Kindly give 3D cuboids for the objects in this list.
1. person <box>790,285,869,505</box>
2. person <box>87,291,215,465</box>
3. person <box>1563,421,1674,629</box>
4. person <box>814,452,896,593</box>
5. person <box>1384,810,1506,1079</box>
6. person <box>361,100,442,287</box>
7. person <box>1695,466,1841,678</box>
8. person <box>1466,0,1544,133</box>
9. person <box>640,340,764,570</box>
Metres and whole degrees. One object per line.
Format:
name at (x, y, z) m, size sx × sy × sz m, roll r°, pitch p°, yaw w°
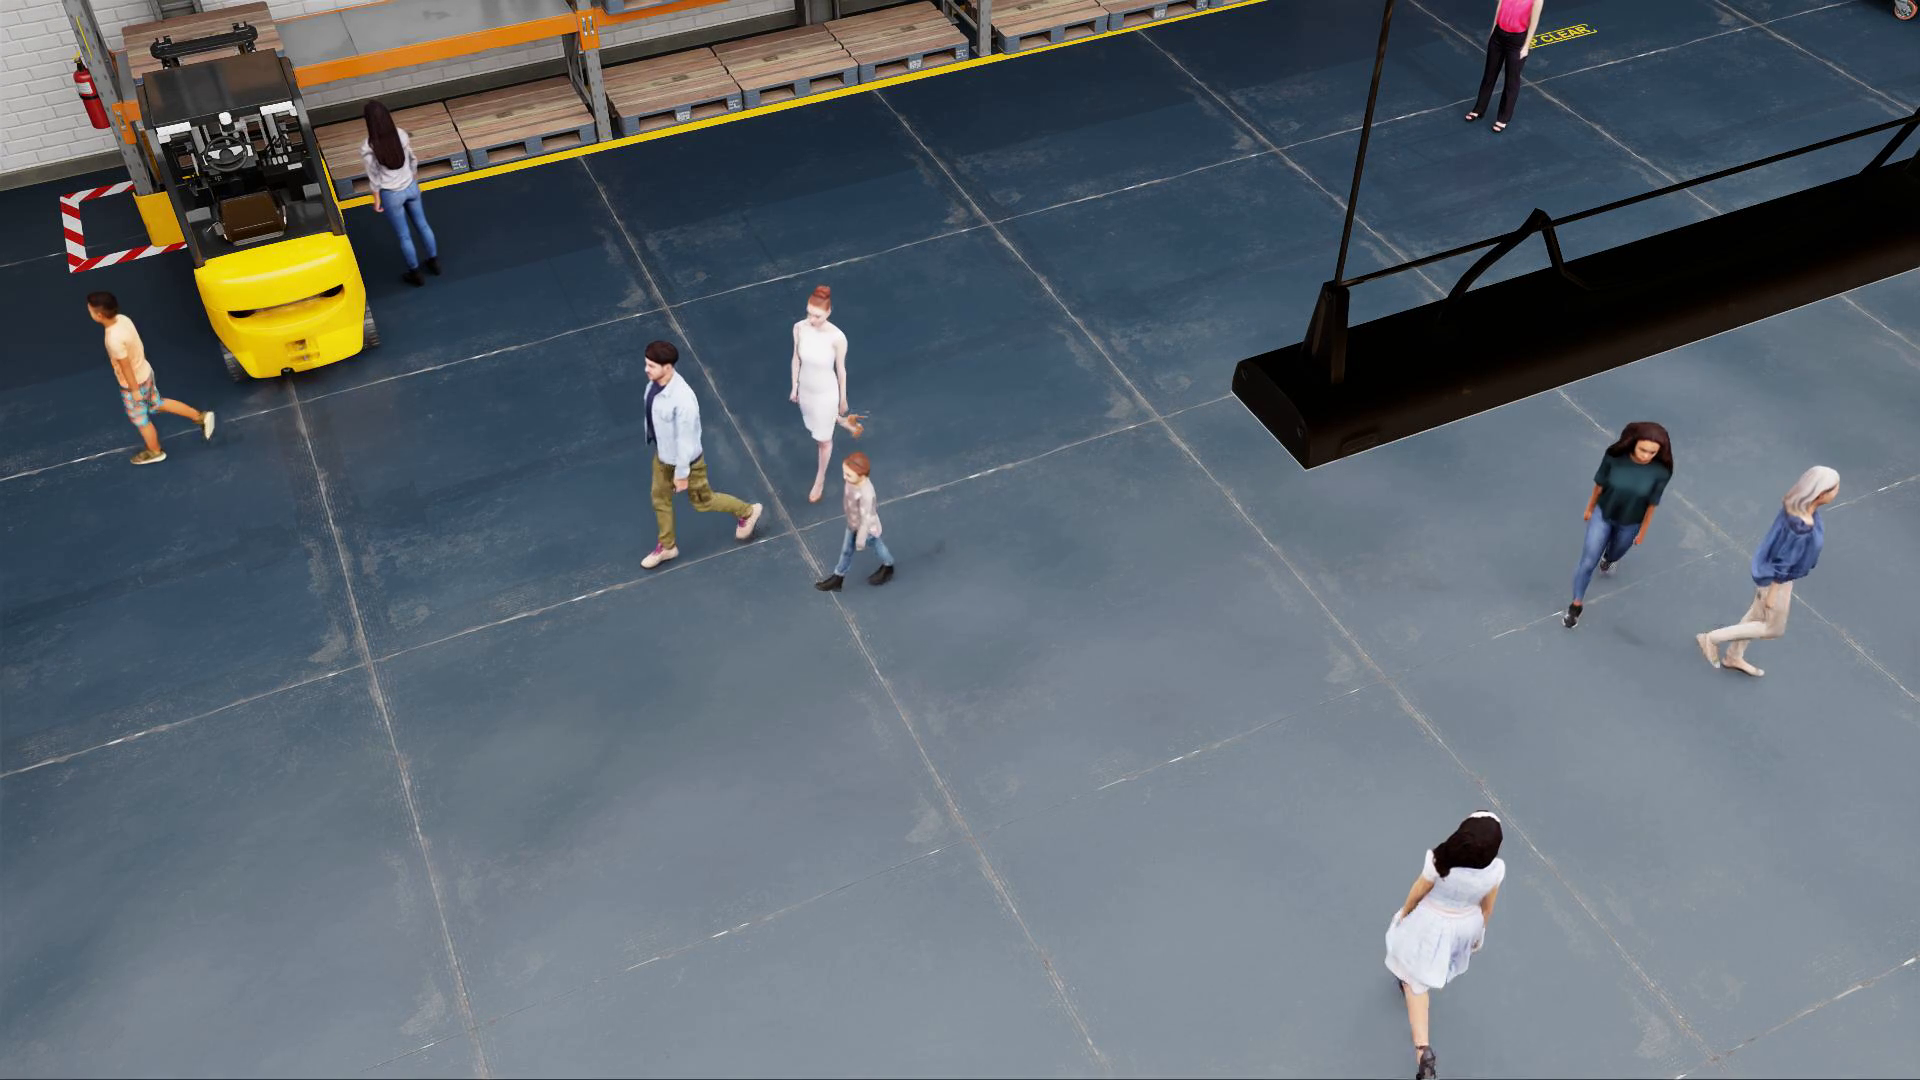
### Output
person at (-0.932, -1.067, 11.664) m, size 0.920 × 1.777 × 1.051 m, roll 20°, pitch 47°, yaw 20°
person at (-5.882, -1.182, 12.027) m, size 0.905 × 1.443 × 0.628 m, roll -10°, pitch 45°, yaw -11°
person at (4.324, -0.182, 10.875) m, size 0.964 × 1.585 × 1.109 m, roll 22°, pitch 48°, yaw 22°
person at (-0.602, -0.127, 11.123) m, size 0.820 × 1.162 × 0.540 m, roll -21°, pitch 48°, yaw -21°
person at (2.432, 2.035, 8.395) m, size 1.085 × 1.796 × 1.030 m, roll 4°, pitch 44°, yaw 4°
person at (-4.588, -2.842, 13.634) m, size 0.738 × 1.631 × 0.604 m, roll 29°, pitch 51°, yaw 27°
person at (5.006, 0.201, 10.401) m, size 0.864 × 1.684 × 0.806 m, roll 20°, pitch 47°, yaw 20°
person at (5.111, -4.625, 15.484) m, size 0.622 × 1.660 × 0.640 m, roll -34°, pitch 53°, yaw -31°
person at (-1.793, -0.583, 11.152) m, size 1.188 × 1.783 × 0.799 m, roll -26°, pitch 49°, yaw -24°
